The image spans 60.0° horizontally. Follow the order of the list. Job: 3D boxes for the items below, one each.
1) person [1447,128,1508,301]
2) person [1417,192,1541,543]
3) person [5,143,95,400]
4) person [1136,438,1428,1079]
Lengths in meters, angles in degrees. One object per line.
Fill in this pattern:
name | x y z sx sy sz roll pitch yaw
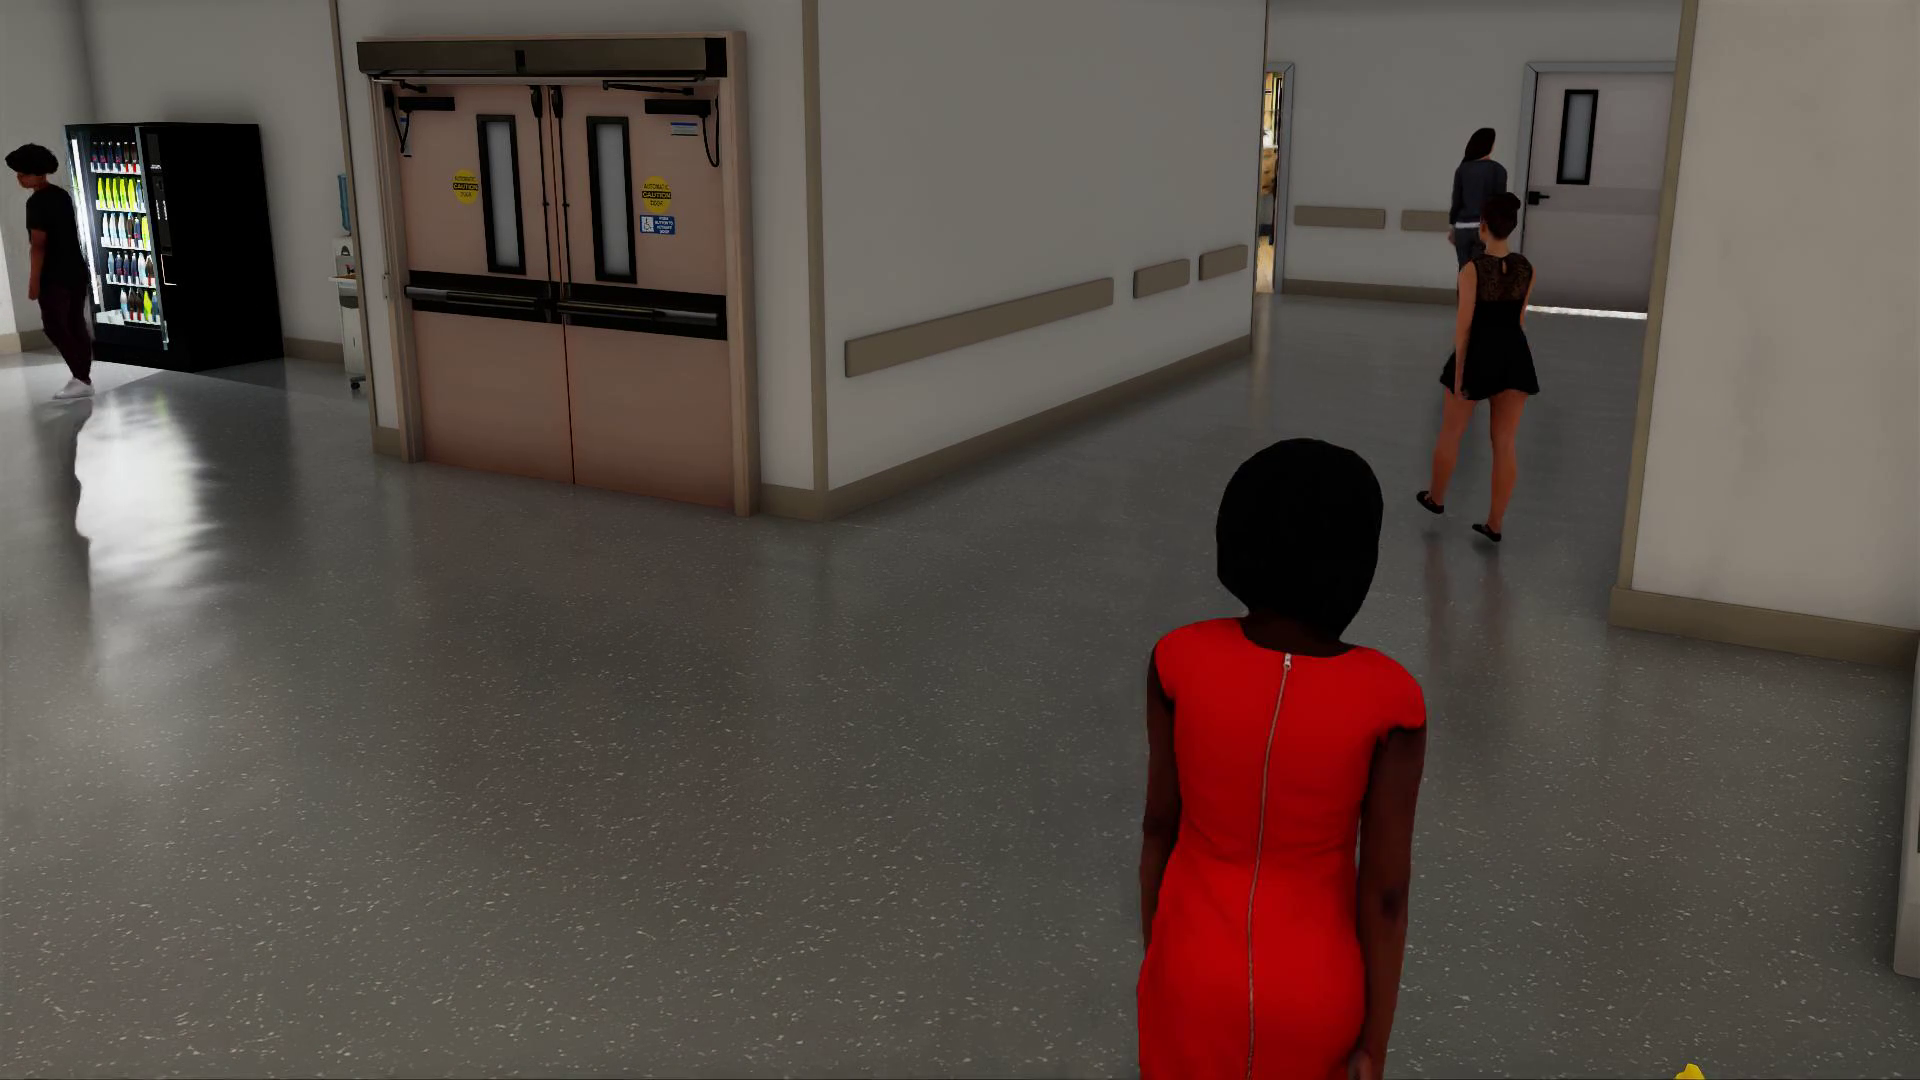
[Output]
person | 4.439 -2.665 14.423 0.732 1.751 0.735 11 19 35
person | 2.592 -0.800 7.994 0.960 1.651 0.957 -2 16 -6
person | -6.283 -1.885 11.643 0.832 1.760 0.865 3 16 12
person | 0.409 0.732 2.435 1.031 1.719 0.796 5 16 16
